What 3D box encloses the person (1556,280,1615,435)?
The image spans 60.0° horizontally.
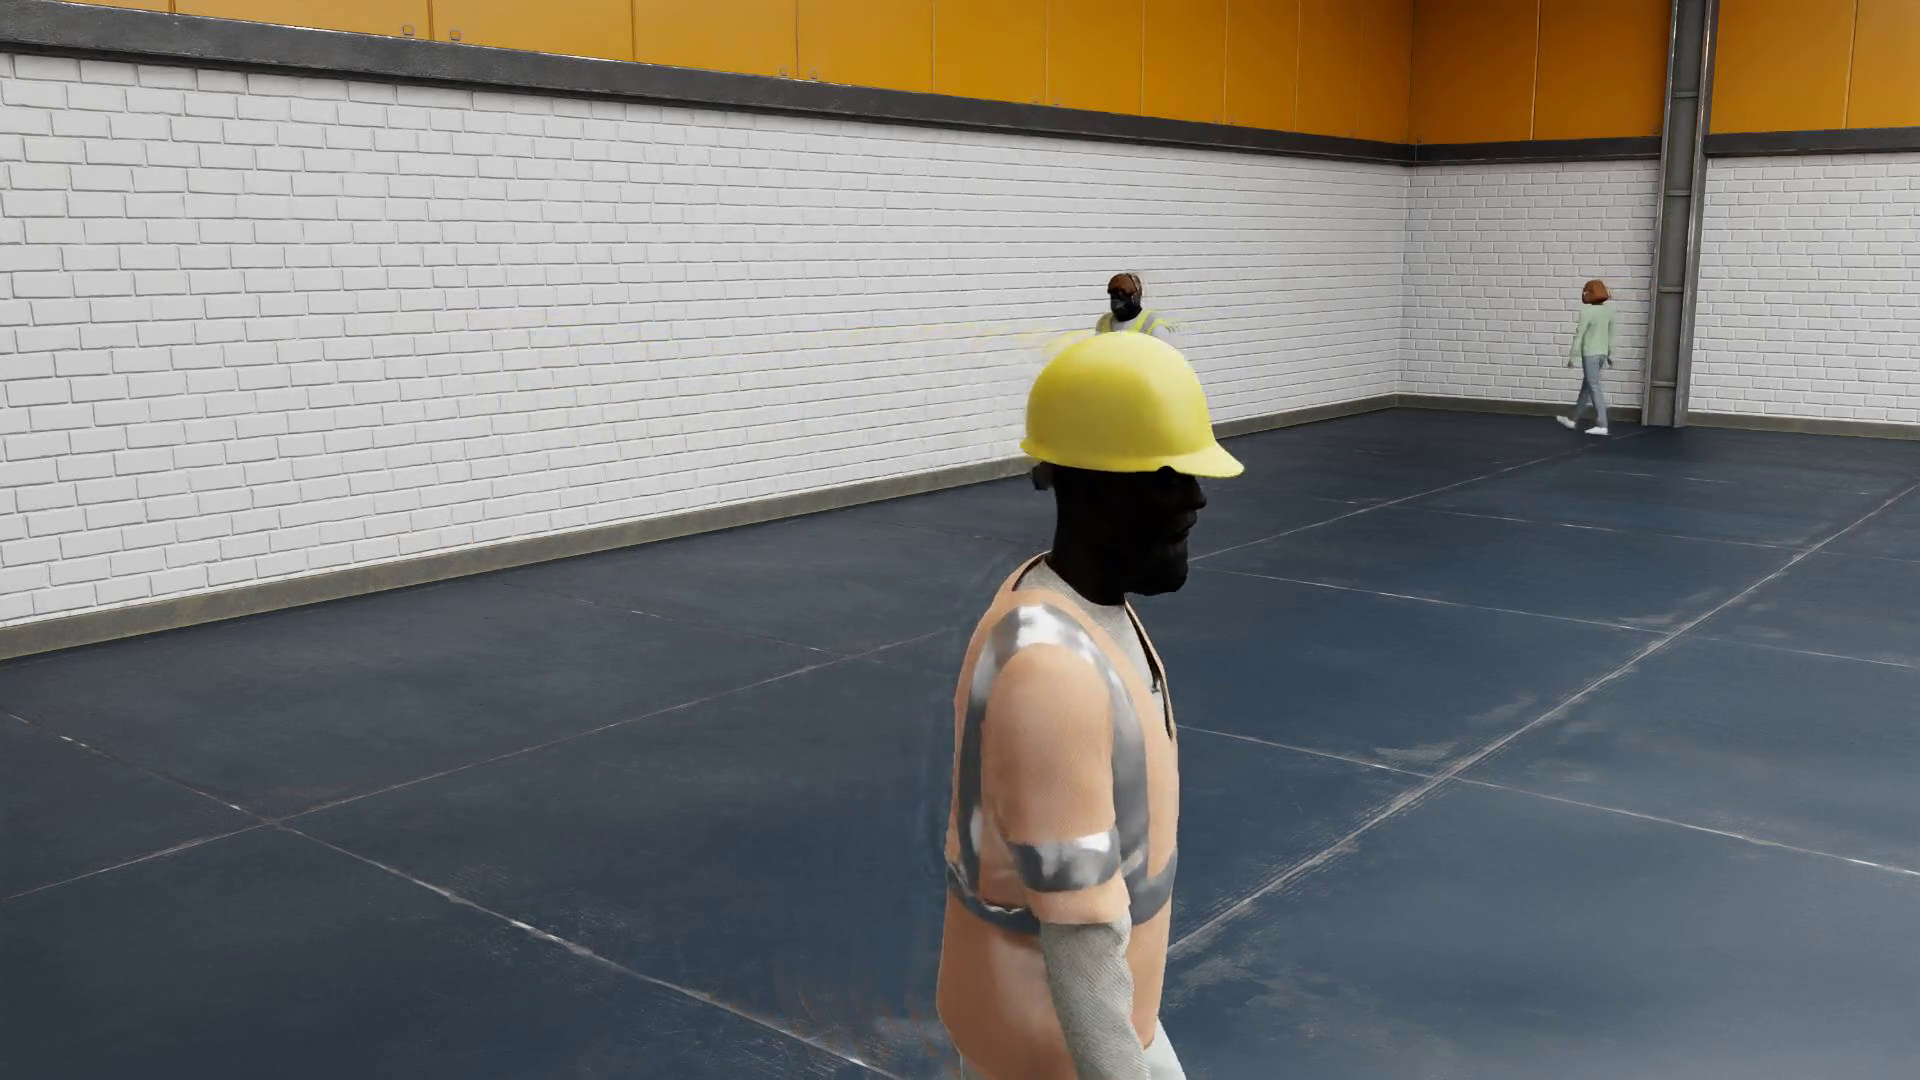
[{"bbox_3d":[6.588,-1.925,17.526,0.523,1.596,0.769,-7,12,-32],"label":"person"}]

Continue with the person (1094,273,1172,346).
[{"bbox_3d":[1.040,-0.833,10.900,0.962,1.794,0.651,-10,14,-44],"label":"person"}]

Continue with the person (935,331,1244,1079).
[{"bbox_3d":[0.271,0.666,2.332,0.857,1.889,0.606,2,10,12],"label":"person"}]
